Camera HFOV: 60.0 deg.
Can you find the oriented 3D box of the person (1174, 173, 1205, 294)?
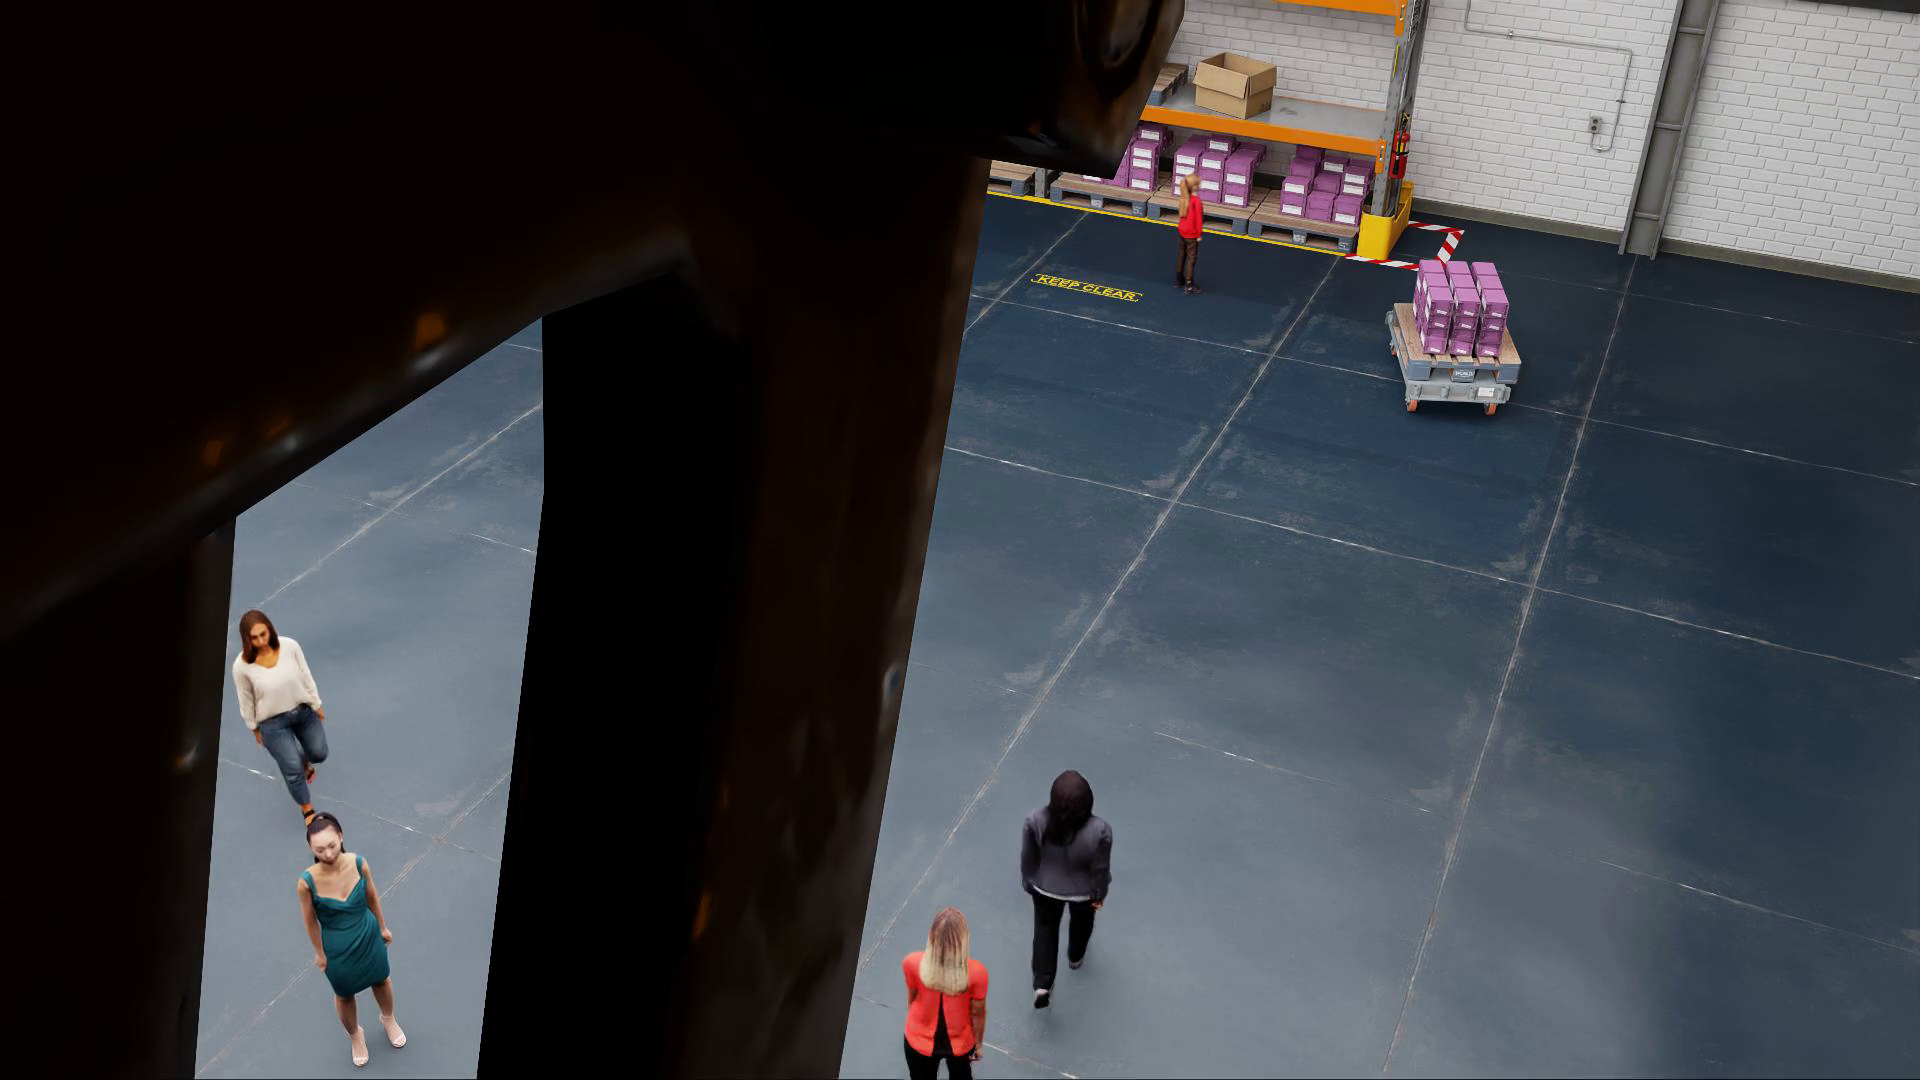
[{"bbox_3d":[2.417,-3.235,17.477,0.647,1.280,0.580,-14,36,-20],"label":"person"}]

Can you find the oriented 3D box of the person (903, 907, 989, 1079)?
[{"bbox_3d":[-0.095,2.591,8.365,1.046,1.665,0.893,3,34,4],"label":"person"}]

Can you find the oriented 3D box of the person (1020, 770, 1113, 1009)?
[{"bbox_3d":[0.590,1.975,9.372,0.962,1.575,0.879,6,34,9],"label":"person"}]

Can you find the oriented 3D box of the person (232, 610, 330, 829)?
[{"bbox_3d":[-4.318,1.096,10.612,0.808,1.667,0.903,-23,40,-31],"label":"person"}]

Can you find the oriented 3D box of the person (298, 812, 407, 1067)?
[{"bbox_3d":[-3.291,2.163,8.990,0.625,1.685,0.640,-20,39,-27],"label":"person"}]
